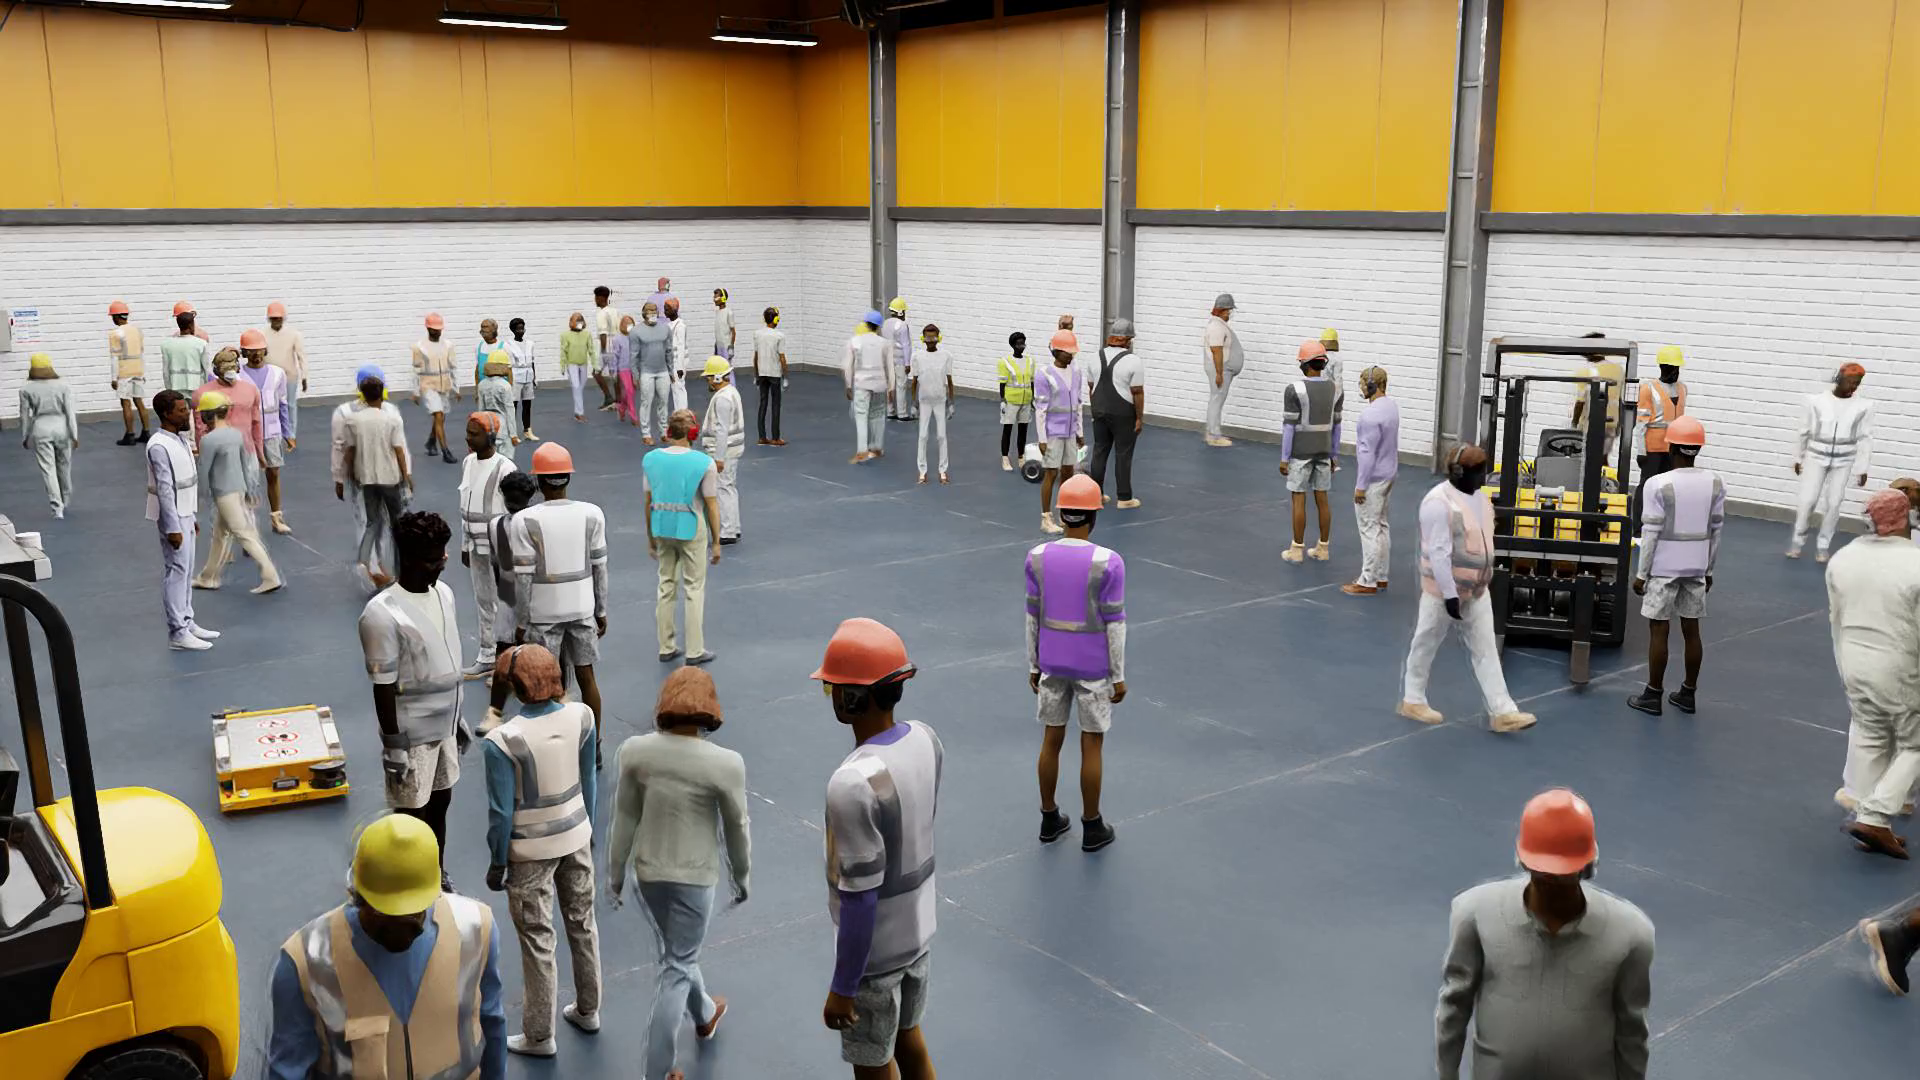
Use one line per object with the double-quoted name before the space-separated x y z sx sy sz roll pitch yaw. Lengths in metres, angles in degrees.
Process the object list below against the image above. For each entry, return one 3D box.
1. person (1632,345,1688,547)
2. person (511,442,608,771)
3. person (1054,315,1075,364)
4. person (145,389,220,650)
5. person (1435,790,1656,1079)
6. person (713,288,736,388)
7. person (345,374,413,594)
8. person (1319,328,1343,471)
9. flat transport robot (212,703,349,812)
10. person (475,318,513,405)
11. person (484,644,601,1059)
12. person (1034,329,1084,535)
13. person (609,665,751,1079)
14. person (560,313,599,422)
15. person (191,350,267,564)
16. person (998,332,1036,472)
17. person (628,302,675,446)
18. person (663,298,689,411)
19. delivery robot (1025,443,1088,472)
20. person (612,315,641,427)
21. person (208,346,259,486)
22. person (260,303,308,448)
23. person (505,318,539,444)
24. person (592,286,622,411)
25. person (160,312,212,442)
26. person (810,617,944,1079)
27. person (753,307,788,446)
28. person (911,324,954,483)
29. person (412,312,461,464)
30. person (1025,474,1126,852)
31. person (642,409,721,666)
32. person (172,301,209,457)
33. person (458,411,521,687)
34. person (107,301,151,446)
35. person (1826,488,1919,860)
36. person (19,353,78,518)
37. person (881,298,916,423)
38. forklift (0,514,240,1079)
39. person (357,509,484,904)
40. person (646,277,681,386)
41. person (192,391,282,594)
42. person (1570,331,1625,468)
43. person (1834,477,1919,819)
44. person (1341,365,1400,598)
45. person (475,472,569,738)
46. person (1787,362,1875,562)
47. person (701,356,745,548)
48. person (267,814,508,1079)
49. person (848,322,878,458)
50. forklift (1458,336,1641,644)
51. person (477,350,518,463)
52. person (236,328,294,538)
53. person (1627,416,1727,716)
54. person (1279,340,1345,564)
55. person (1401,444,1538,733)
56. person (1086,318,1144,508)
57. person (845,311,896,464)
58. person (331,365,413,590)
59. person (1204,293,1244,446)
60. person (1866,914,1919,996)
"person" 6.668 -0.890 15.807 0.594 1.926 0.366 -6 13 -26
"person" -2.298 0.401 9.552 0.552 1.934 0.364 -7 14 -31
"person" 1.495 -2.393 23.765 0.307 1.639 0.525 1 12 3
"person" -5.773 -0.152 12.262 0.392 1.922 0.591 -3 12 -14
"person" 1.650 1.502 4.743 0.570 1.731 0.700 4 12 20
"person" -3.753 -3.056 26.412 0.310 1.868 0.533 -9 15 -38
"person" -4.908 -0.463 13.998 0.555 1.840 0.733 1 12 4
"person" 4.451 -1.705 20.223 0.322 1.737 0.488 -9 15 -38
"flat transport robot" -3.962 1.219 9.647 0.652 0.197 1.431 -5 13 -25
"person" -5.733 -1.804 20.441 0.506 1.839 0.345 3 12 15
"person" -1.606 1.195 6.443 0.308 1.640 0.511 9 14 36
"person" 1.006 -1.061 16.391 0.613 2.033 0.411 -11 16 -42
"person" -1.028 1.248 6.272 0.517 1.585 0.796 4 12 19
"person" -5.577 -2.534 24.507 0.520 1.604 0.727 -9 15 -38
"person" -6.638 -0.763 15.168 0.352 1.937 0.635 9 15 38
"person" 0.694 -1.676 20.164 0.535 1.697 0.318 -7 14 -31
"person" -4.113 -2.218 22.239 0.636 1.928 0.383 -9 14 -36
"person" -4.053 -2.506 23.734 0.359 1.880 0.575 -5 13 -23
"delivery robot" 1.127 -0.999 19.440 0.707 0.478 0.477 3 12 14
"person" -4.859 -2.479 24.266 0.504 1.610 0.735 -11 16 -42
"person" -8.288 -1.392 18.964 0.318 1.631 0.514 10 15 39
"person" -8.858 -2.121 21.733 0.639 1.933 1.035 -4 12 -20
"person" -5.936 -2.150 22.456 0.317 1.696 0.537 9 15 37
"person" -5.444 -2.945 25.674 0.456 1.947 0.618 4 12 18
"person" -9.416 -1.821 20.331 0.595 1.915 0.371 0 12 0
"person" -0.278 1.243 5.229 0.391 2.040 0.615 5 13 21
"person" -2.523 -2.175 22.201 0.521 1.857 0.343 6 13 25
"person" -0.317 -1.582 19.322 0.505 1.864 0.331 0 12 1
"person" -6.629 -1.938 20.997 0.550 1.887 0.994 -11 16 -43
"person" 0.597 0.625 8.496 0.546 1.929 0.390 6 13 28
"person" -1.974 -0.008 11.792 0.580 1.833 0.405 4 12 17
"person" -9.873 -2.066 21.373 0.410 1.980 0.625 2 12 11
"person" -3.214 0.058 11.339 0.575 1.885 0.355 10 15 39
"person" -11.169 -2.233 22.293 0.393 1.928 0.547 4 12 17
"person" 4.657 0.683 8.365 0.448 1.873 0.682 -4 12 -20
"person" -9.541 -1.103 17.411 0.504 1.686 0.938 -9 14 -36
"person" -0.904 -2.641 24.493 0.404 1.833 0.586 -9 15 -38
"forklift" -3.687 1.115 5.480 2.313 2.155 1.214 -9 15 -36
"person" -2.394 0.828 7.434 0.371 1.959 0.602 3 12 12
"person" -5.176 -3.662 29.263 0.639 1.902 0.407 5 13 21
"person" -6.139 -0.386 13.914 0.923 1.713 0.537 1 12 4
"person" 6.723 -1.234 17.478 0.693 1.934 0.562 -5 13 -23
"person" 4.985 0.582 8.914 0.505 1.840 0.345 4 12 19
"person" 3.464 -0.492 13.897 0.367 1.929 0.637 7 14 30
"person" -2.694 0.392 10.271 0.536 1.646 0.836 2 12 11
"person" 7.916 -0.701 15.075 0.599 1.848 0.481 6 13 26
"person" -2.254 -0.846 15.862 0.403 1.818 0.605 0 12 -1
"person" -1.533 1.535 4.491 0.632 1.772 0.962 -6 13 -27
"person" -1.186 -1.893 21.082 0.396 1.742 0.558 -9 15 -37
"forklift" 4.683 -0.471 13.136 1.214 2.155 2.313 4 12 20
"person" -4.793 -1.116 17.366 0.483 1.736 0.311 8 14 33
"person" -6.836 -1.041 16.255 0.605 2.045 0.378 -10 15 -40
"person" 4.583 0.170 10.667 0.543 1.939 0.356 -2 12 -8
"person" 3.173 -0.798 15.123 0.601 2.035 0.408 -5 13 -22
"person" 3.145 0.317 10.275 0.634 1.798 0.927 -8 14 -35
"person" 1.708 -1.374 17.873 0.687 2.000 0.537 10 15 39
"person" -1.123 -1.913 20.875 0.651 1.902 0.837 -3 12 -13
"person" -5.004 -0.541 14.240 0.814 1.897 0.627 9 15 38
"person" 3.530 -2.286 22.276 0.536 2.000 0.688 2 12 8
"person" 4.057 1.041 6.508 0.622 1.931 0.857 -9 15 -39
